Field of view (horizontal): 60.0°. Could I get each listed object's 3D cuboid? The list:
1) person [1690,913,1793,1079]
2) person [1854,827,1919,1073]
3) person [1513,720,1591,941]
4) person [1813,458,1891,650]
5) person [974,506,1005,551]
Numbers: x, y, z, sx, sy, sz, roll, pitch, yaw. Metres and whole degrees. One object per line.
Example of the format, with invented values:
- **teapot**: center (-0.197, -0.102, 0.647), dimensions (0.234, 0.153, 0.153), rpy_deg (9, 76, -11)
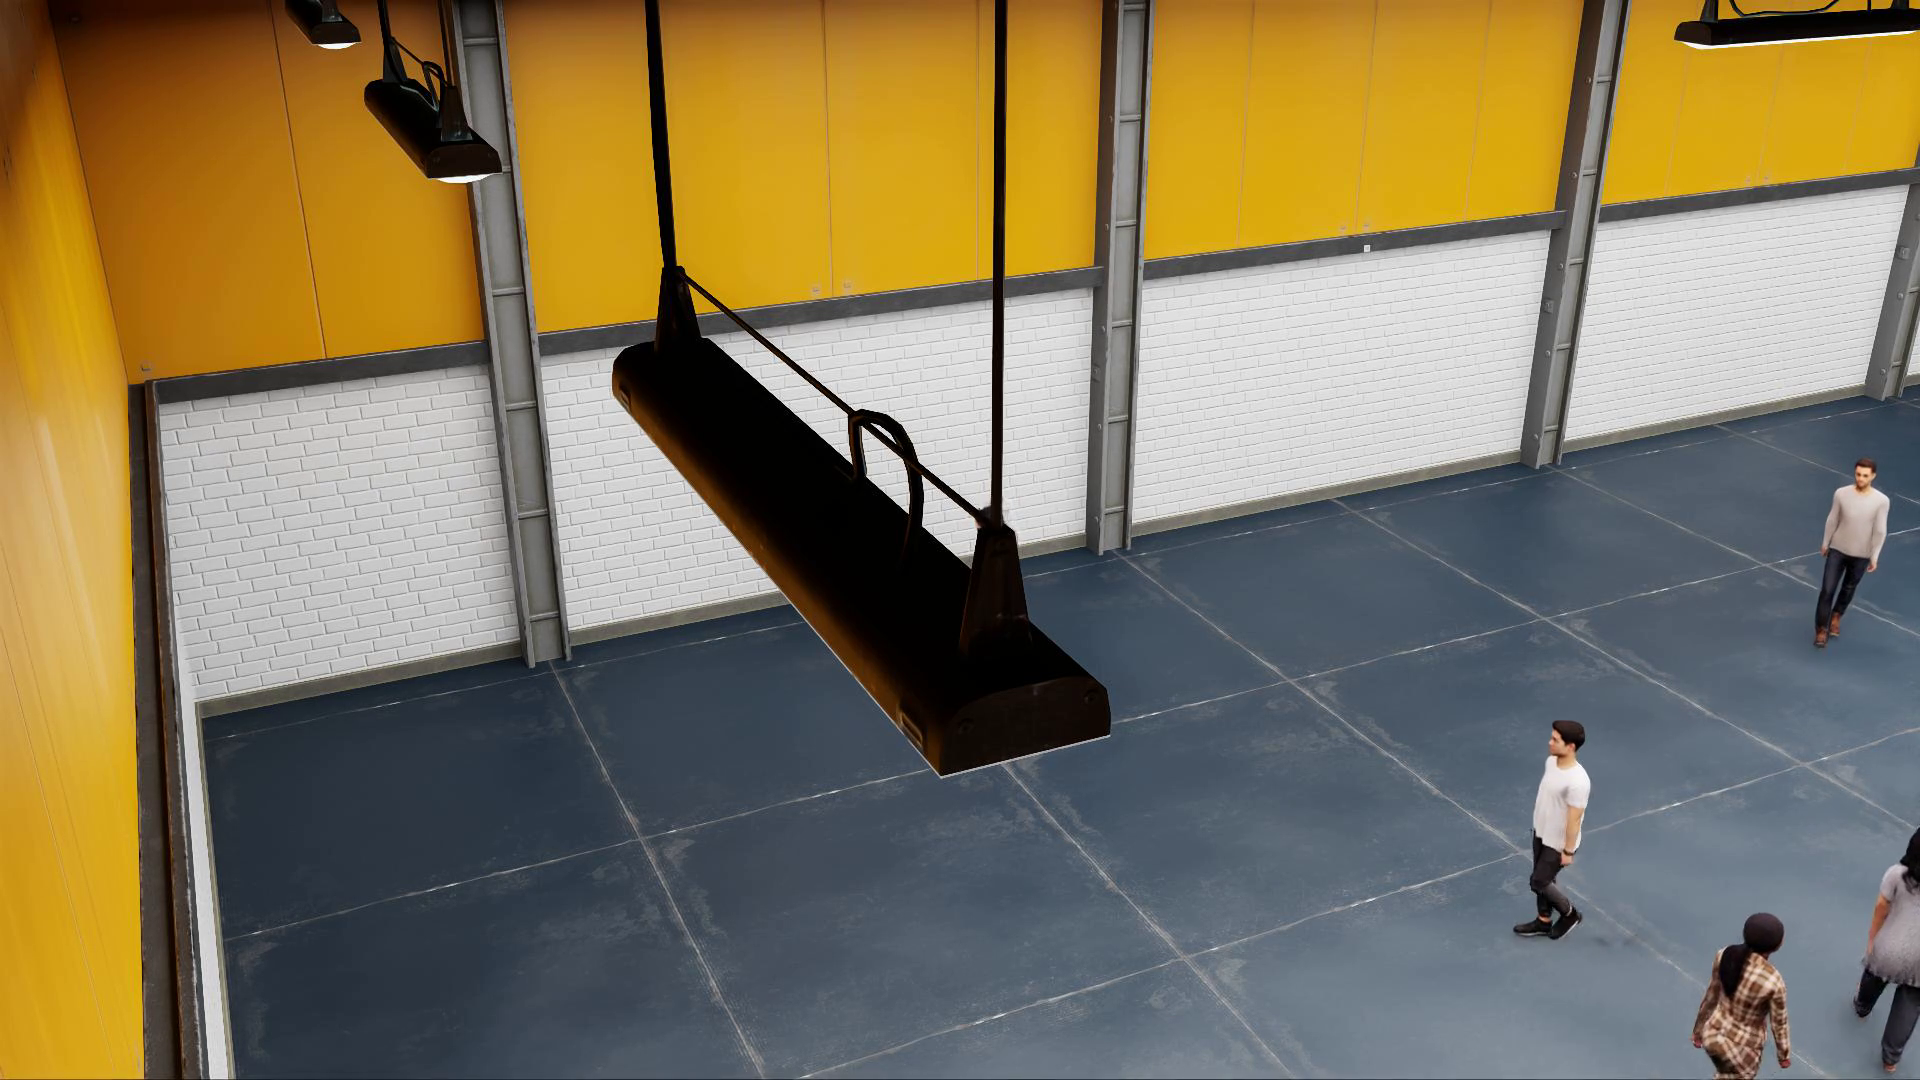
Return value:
- **person**: center (4.215, 2.870, 9.229), dimensions (0.951, 1.762, 0.610), rpy_deg (-9, 25, -19)
- **person**: center (5.835, 2.539, 10.225), dimensions (0.949, 1.571, 1.064), rpy_deg (13, 27, 27)
- **person**: center (4.129, 1.989, 11.302), dimensions (0.795, 1.715, 0.762), rpy_deg (-1, 24, -2)
- **person**: center (8.313, 0.096, 15.504), dimensions (1.076, 1.819, 1.215), rpy_deg (12, 26, 25)
- **person**: center (0.285, 0.397, 15.112), dimensions (0.613, 1.582, 0.652), rpy_deg (-2, 24, -4)
